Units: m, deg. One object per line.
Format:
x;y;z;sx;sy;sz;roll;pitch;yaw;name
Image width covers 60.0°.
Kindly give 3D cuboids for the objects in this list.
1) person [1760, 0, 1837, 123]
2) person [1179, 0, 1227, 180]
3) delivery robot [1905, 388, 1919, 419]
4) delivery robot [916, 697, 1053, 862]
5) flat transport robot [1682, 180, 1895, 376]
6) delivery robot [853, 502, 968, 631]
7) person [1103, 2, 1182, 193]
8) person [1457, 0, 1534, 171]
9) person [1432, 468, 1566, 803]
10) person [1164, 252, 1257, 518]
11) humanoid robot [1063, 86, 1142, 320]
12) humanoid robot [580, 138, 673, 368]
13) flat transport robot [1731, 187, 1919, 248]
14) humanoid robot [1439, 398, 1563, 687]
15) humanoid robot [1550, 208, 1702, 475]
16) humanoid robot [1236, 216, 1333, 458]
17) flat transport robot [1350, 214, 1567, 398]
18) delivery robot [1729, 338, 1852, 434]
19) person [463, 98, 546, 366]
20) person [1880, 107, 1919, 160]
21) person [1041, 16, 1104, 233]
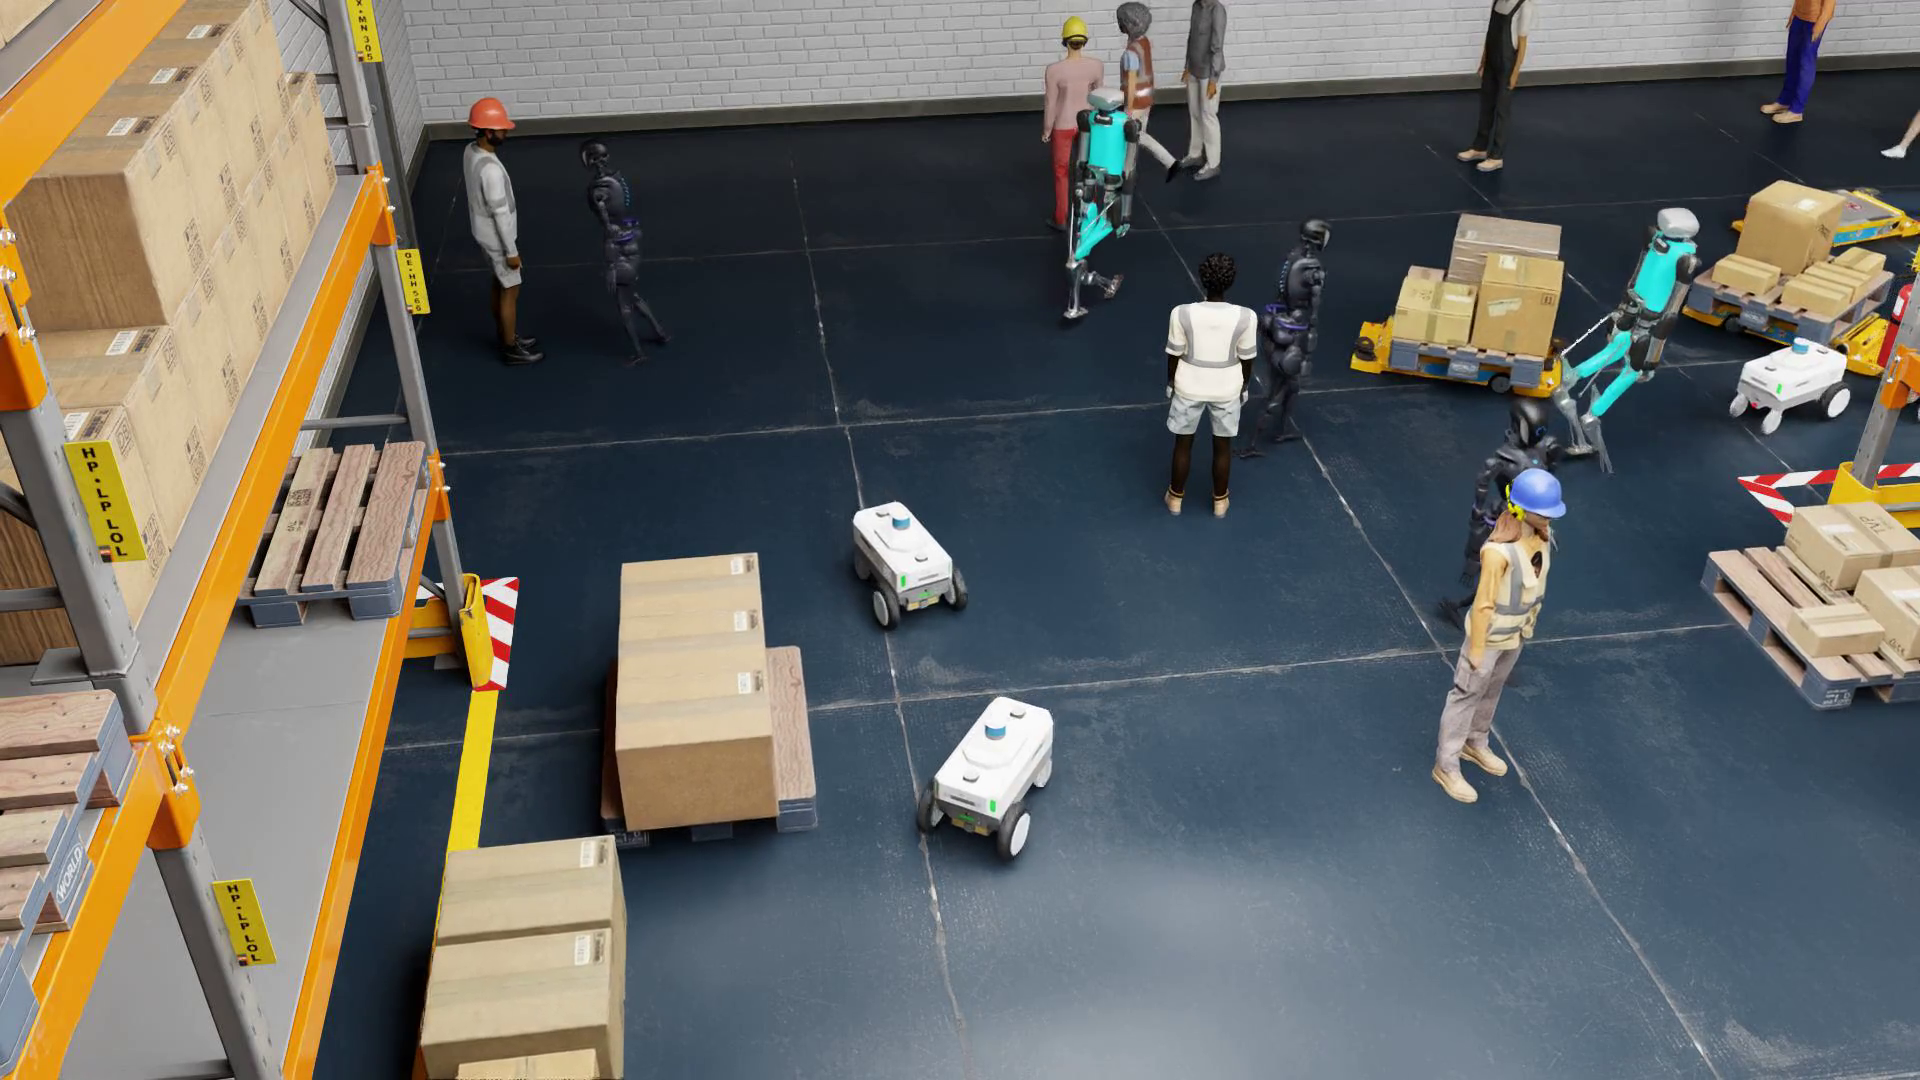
8.171;-5.029;16.004;0.406;1.977;0.508;-5;33;-7;person
2.182;-4.158;14.748;0.392;1.889;0.537;-13;35;-19;person
6.836;-1.102;11.273;0.777;0.587;0.499;-2;33;-2;delivery robot
0.161;1.094;7.905;0.499;0.585;0.784;15;36;22;delivery robot
6.204;-1.622;12.338;0.659;0.231;1.431;-28;42;-36;flat transport robot
-0.319;0.123;9.415;0.499;0.609;0.807;-15;36;-22;delivery robot
1.608;-3.801;14.389;0.592;1.664;0.458;11;35;16;person
4.845;-4.256;14.943;0.341;1.838;0.506;-13;35;-19;person
2.549;0.434;7.805;0.465;1.776;0.326;-25;41;-33;person
1.482;-0.904;9.938;0.534;1.692;0.320;3;33;5;person
0.934;-2.380;12.161;0.556;1.730;1.036;25;41;33;humanoid robot
-2.327;-2.022;11.671;0.487;1.645;0.611;0;33;-1;humanoid robot
7.278;-2.666;13.938;1.431;0.231;0.659;-12;35;-18;flat transport robot
2.831;-0.055;8.700;0.607;1.653;0.695;-15;36;-22;humanoid robot
4.023;-1.182;10.337;0.766;1.800;0.558;-4;33;-6;humanoid robot
2.073;-1.275;10.529;0.575;1.628;0.584;-8;34;-12;humanoid robot
3.567;-1.330;11.891;1.431;0.231;0.659;11;35;16;flat transport robot
5.631;-1.073;11.253;0.812;0.614;0.499;-17;37;-24;delivery robot
-3.195;-2.132;11.612;0.387;1.924;0.547;-17;37;-24;person
9.038;-4.237;15.079;0.904;1.642;0.481;-11;35;-16;person
0.918;-3.422;13.726;0.532;1.766;0.324;-11;35;-17;person
